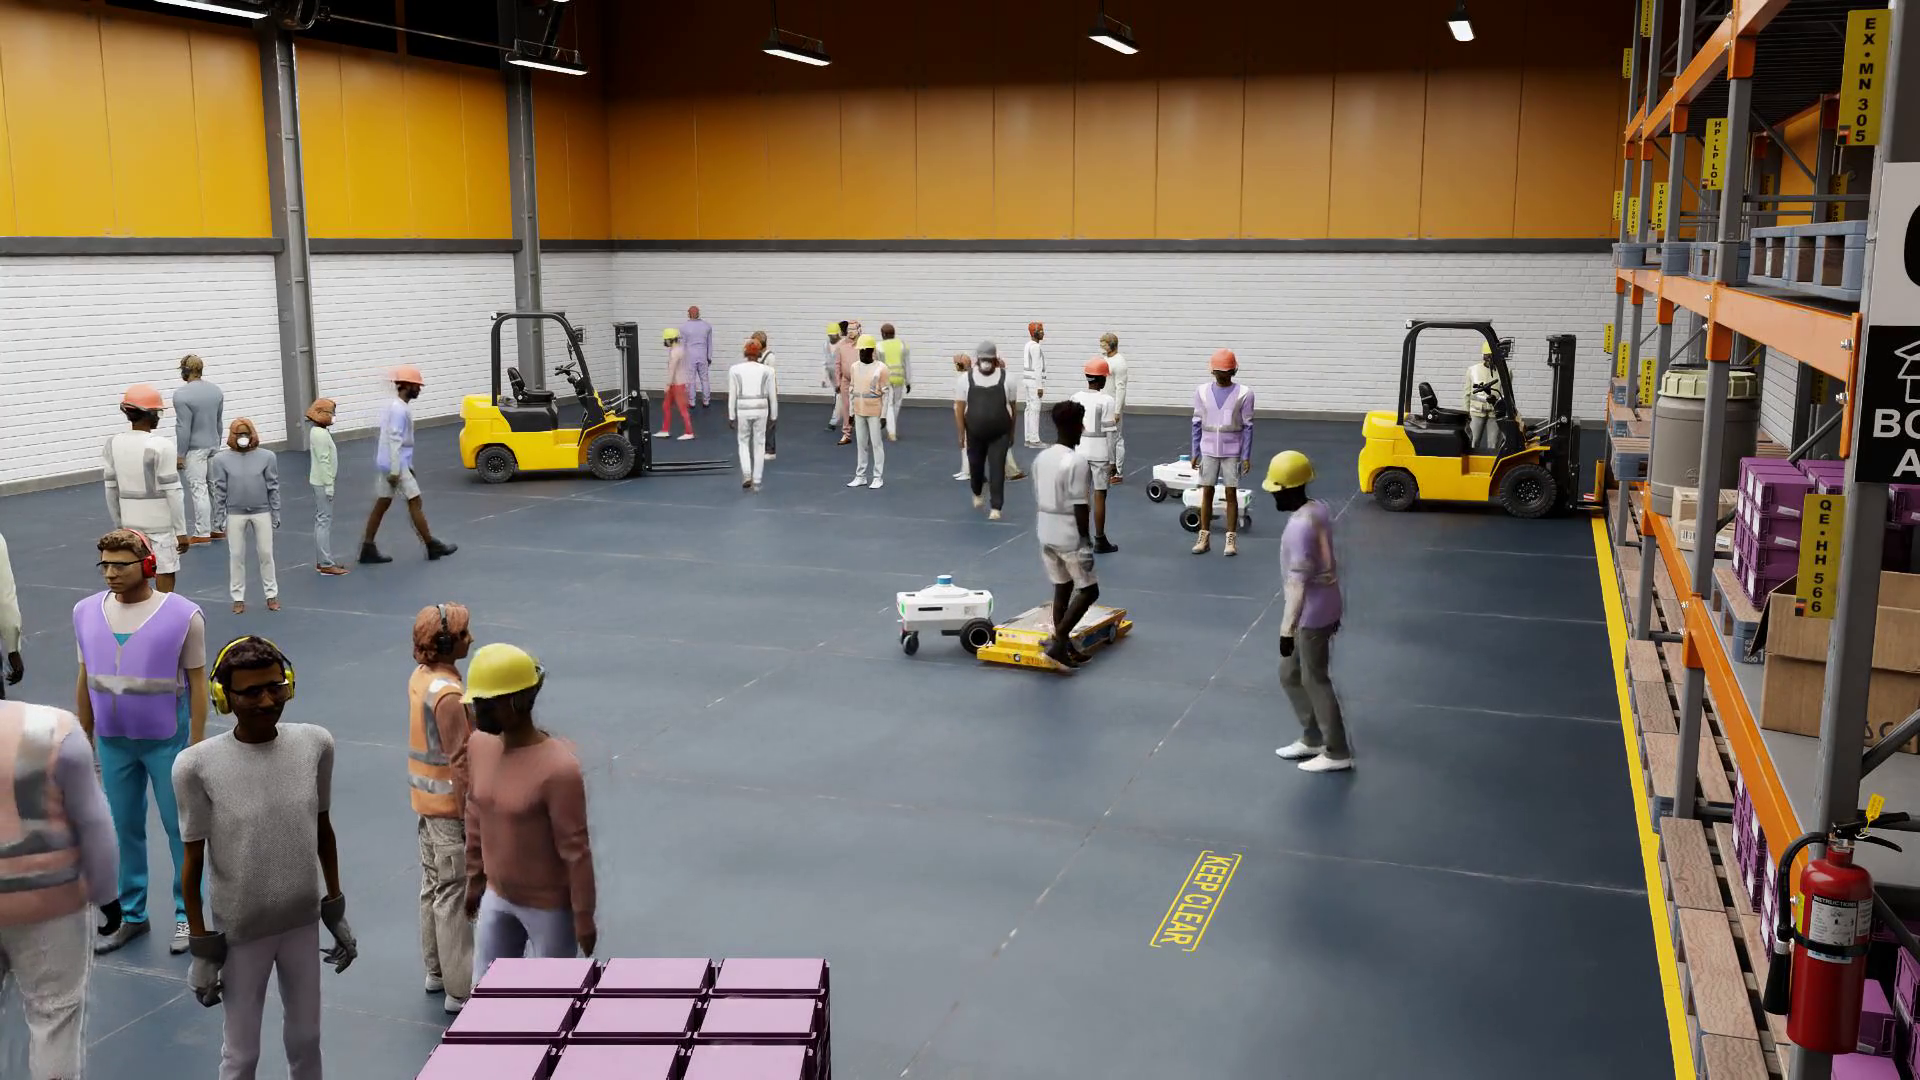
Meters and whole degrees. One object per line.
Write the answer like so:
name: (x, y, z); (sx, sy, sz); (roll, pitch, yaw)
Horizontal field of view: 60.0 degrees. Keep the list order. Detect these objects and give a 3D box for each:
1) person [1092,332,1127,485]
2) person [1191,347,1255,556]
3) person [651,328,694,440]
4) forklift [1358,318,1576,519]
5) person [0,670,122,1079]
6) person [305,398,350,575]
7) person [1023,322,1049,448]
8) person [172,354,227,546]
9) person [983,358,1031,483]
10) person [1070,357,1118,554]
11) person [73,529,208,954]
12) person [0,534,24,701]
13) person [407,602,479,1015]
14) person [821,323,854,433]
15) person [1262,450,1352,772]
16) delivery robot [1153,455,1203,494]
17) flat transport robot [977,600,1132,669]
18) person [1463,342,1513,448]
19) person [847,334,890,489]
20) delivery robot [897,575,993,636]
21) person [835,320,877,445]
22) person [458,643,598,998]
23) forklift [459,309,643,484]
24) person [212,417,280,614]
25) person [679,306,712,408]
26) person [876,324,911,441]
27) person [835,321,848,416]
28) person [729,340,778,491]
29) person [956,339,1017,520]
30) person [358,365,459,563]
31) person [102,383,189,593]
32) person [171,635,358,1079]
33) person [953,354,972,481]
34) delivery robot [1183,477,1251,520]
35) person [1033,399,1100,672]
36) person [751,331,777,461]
person: (1.911, -1.662, 21.083); (0.373, 1.935, 0.628); (-3, 10, -15)
person: (2.552, -0.862, 16.262); (0.605, 2.045, 0.379); (4, 11, 22)
person: (-4.520, -2.411, 25.843); (0.793, 1.732, 0.547); (-1, 10, -7)
forklift: (5.787, -1.437, 19.079); (2.313, 2.155, 1.214); (3, 11, 19)
person: (-3.088, 1.188, 5.382); (0.699, 1.819, 0.430); (-1, 10, -7)
person: (-5.854, -0.496, 15.359); (0.278, 1.633, 0.499); (-5, 11, -25)
person: (1.129, -2.314, 24.902); (0.355, 1.882, 0.576); (-2, 10, -13)
person: (-7.695, -0.908, 16.819); (0.372, 1.940, 0.632); (3, 10, 14)
person: (0.514, -1.527, 21.252); (0.792, 1.595, 0.503); (-6, 12, -32)
person: (1.333, -0.837, 16.423); (0.553, 1.935, 0.362); (9, 13, 40)
person: (-3.499, 0.855, 7.153); (0.566, 1.847, 0.390); (0, 10, 2)
person: (-5.079, 0.555, 8.421); (0.622, 1.993, 0.384); (-2, 10, -13)
person: (-2.021, 1.057, 6.598); (0.308, 1.640, 0.511); (-6, 12, -32)
person: (-2.002, -2.625, 26.950); (0.606, 1.769, 0.868); (7, 12, 35)
person: (1.995, 0.419, 9.499); (0.602, 1.880, 0.601); (2, 10, 11)
delivery robot: (2.636, -0.755, 19.589); (0.707, 0.478, 0.477); (9, 13, 40)
flat transport robot: (0.735, 0.691, 12.511); (0.652, 0.197, 1.431); (5, 11, 27)
person: (6.701, -1.623, 21.143); (0.588, 1.835, 0.404); (3, 10, 15)
person: (-1.150, -1.600, 20.745); (0.584, 1.928, 0.373); (6, 12, 32)
delivery robot: (-0.117, 0.508, 12.476); (0.707, 0.478, 0.477); (-1, 10, -6)
person: (-1.594, -2.381, 25.210); (0.651, 1.906, 0.402); (3, 11, 17)
person: (-1.413, 1.188, 5.528); (0.594, 1.754, 0.451); (7, 12, 33)
forklift: (-5.354, -1.902, 21.697); (2.313, 2.155, 1.214); (-2, 10, -13)
person: (-5.880, -0.205, 13.746); (0.502, 1.627, 0.277); (-5, 11, -24)
person: (-4.930, -3.403, 30.971); (0.645, 1.905, 0.400); (-6, 12, -30)
person: (-1.123, -2.476, 26.072); (0.640, 1.782, 0.989); (-3, 11, -18)
person: (-2.033, -3.026, 29.424); (0.538, 1.700, 0.317); (4, 11, 19)
person: (-2.553, -1.541, 20.580); (0.602, 1.865, 0.432); (-1, 10, -5)
person: (0.302, -1.291, 18.689); (0.682, 2.000, 0.872); (1, 10, 3)
person: (-5.309, -0.717, 15.884); (0.977, 1.877, 0.550); (-5, 11, -27)
person: (-5.852, -0.113, 12.054); (0.615, 2.040, 0.381); (3, 10, 16)
person: (-2.118, 1.209, 5.126); (0.328, 1.861, 0.514); (9, 13, 41)
person: (0.063, -1.585, 21.484); (0.315, 1.636, 0.515); (0, 10, -3)
delivery robot: (2.742, -0.425, 17.710); (0.707, 0.478, 0.477); (3, 10, 15)
person: (0.781, -0.020, 11.770); (0.474, 1.954, 0.659); (-5, 11, -26)
person: (-2.742, -2.037, 23.499); (0.464, 1.822, 0.592); (-7, 12, -36)
